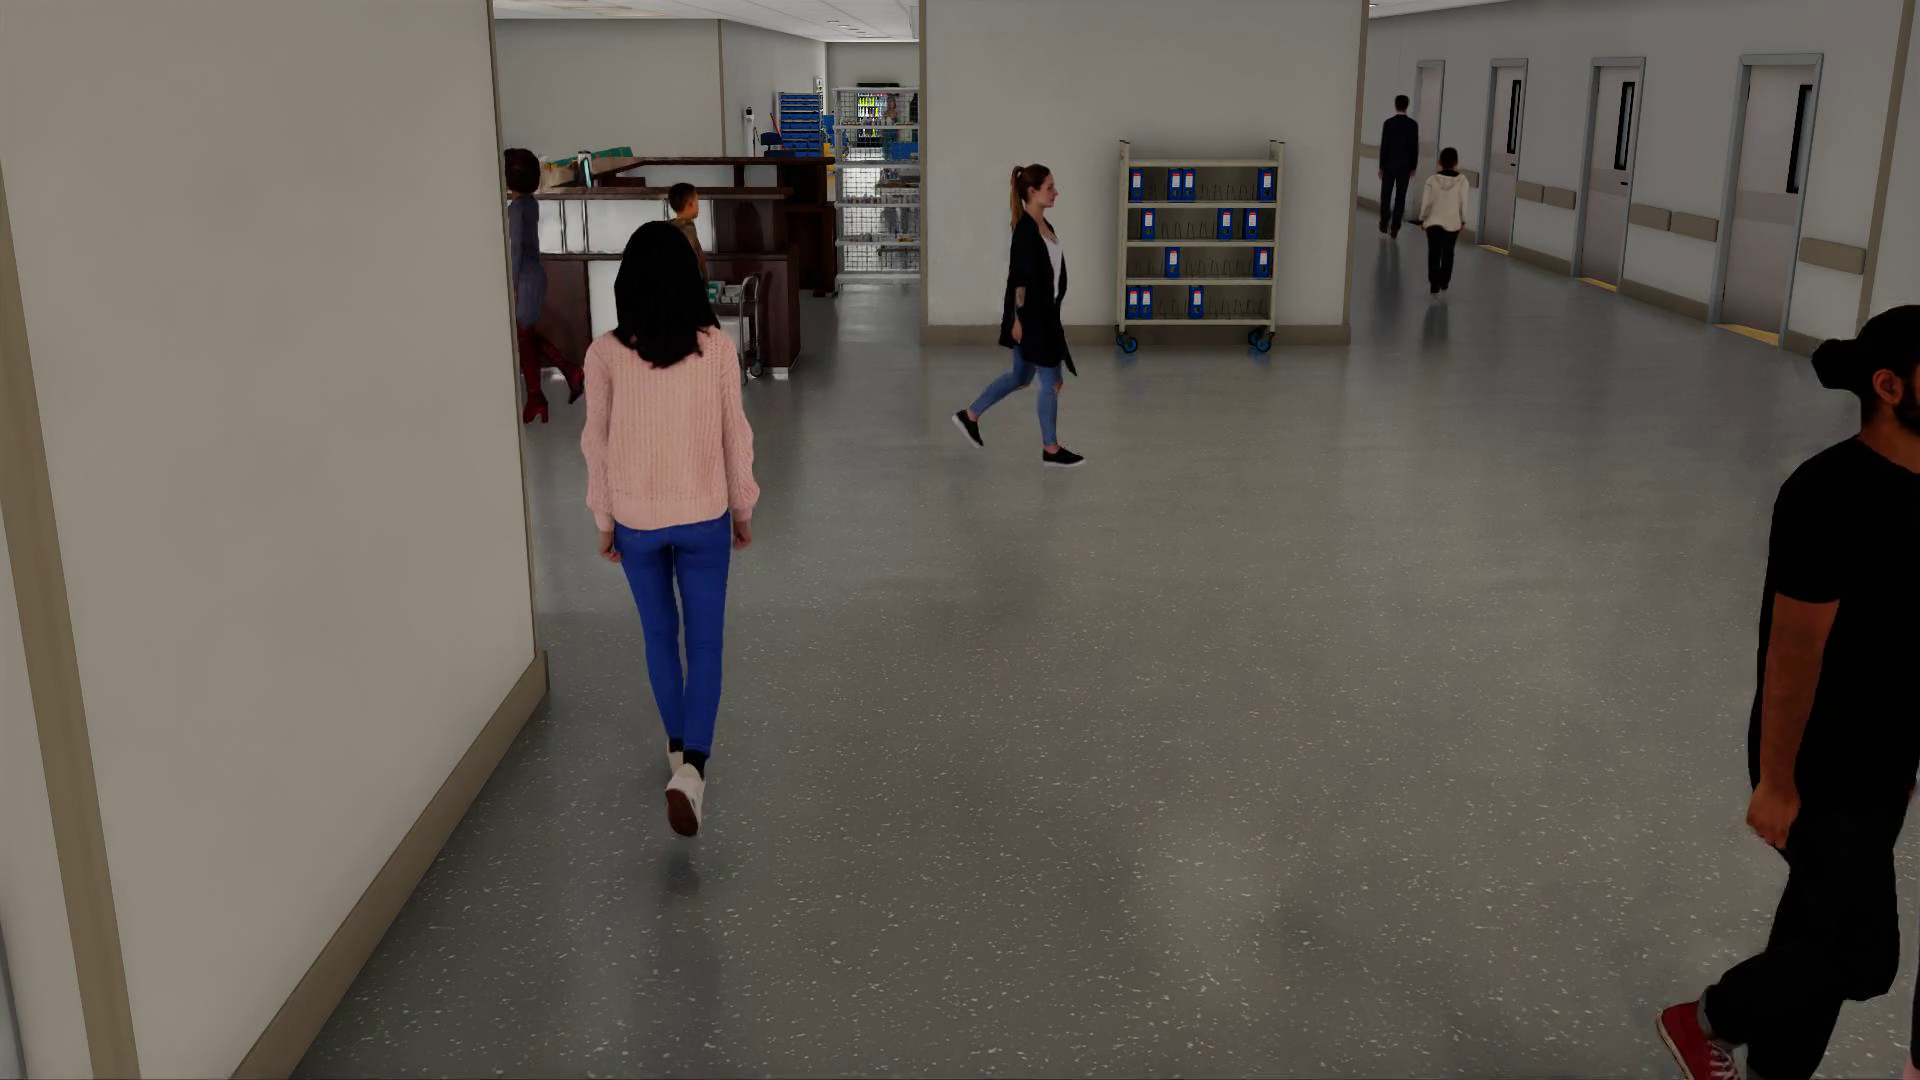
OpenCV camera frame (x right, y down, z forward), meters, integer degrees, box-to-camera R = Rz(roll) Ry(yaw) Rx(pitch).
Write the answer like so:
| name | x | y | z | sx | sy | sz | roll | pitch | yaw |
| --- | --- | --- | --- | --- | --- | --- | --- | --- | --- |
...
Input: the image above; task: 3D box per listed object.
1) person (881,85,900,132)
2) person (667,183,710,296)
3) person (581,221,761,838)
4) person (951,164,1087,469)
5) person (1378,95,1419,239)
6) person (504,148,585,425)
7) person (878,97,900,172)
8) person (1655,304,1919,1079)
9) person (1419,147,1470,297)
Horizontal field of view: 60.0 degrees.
| name | x | y | z | sx | sy | sz | roll | pitch | yaw |
| --- | --- | --- | --- | --- | --- | --- | --- | --- | --- |
| person | -1.708 | -10.351 | 41.363 | 0.978 | 1.800 | 0.759 | 2 | 16 | 7 |
| person | -1.889 | -1.637 | 11.120 | 0.903 | 1.439 | 0.762 | -6 | 17 | -21 |
| person | -0.831 | -0.005 | 4.773 | 1.067 | 1.742 | 0.783 | -1 | 16 | -5 |
| person | 0.318 | -1.228 | 9.261 | 1.117 | 1.661 | 0.819 | 5 | 16 | 16 |
| person | 5.810 | -4.931 | 22.070 | 1.062 | 1.837 | 0.855 | 3 | 16 | 10 |
| person | -2.624 | -1.567 | 10.395 | 0.751 | 1.698 | 0.619 | -1 | 16 | -5 |
| person | -1.374 | -7.846 | 32.715 | 0.590 | 1.671 | 0.682 | 2 | 16 | 5 |
| person | 1.654 | 0.409 | 3.287 | 0.818 | 1.752 | 0.879 | -14 | 21 | -41 |
| person | 4.715 | -3.077 | 16.261 | 0.946 | 1.422 | 0.828 | 4 | 16 | 15 |
